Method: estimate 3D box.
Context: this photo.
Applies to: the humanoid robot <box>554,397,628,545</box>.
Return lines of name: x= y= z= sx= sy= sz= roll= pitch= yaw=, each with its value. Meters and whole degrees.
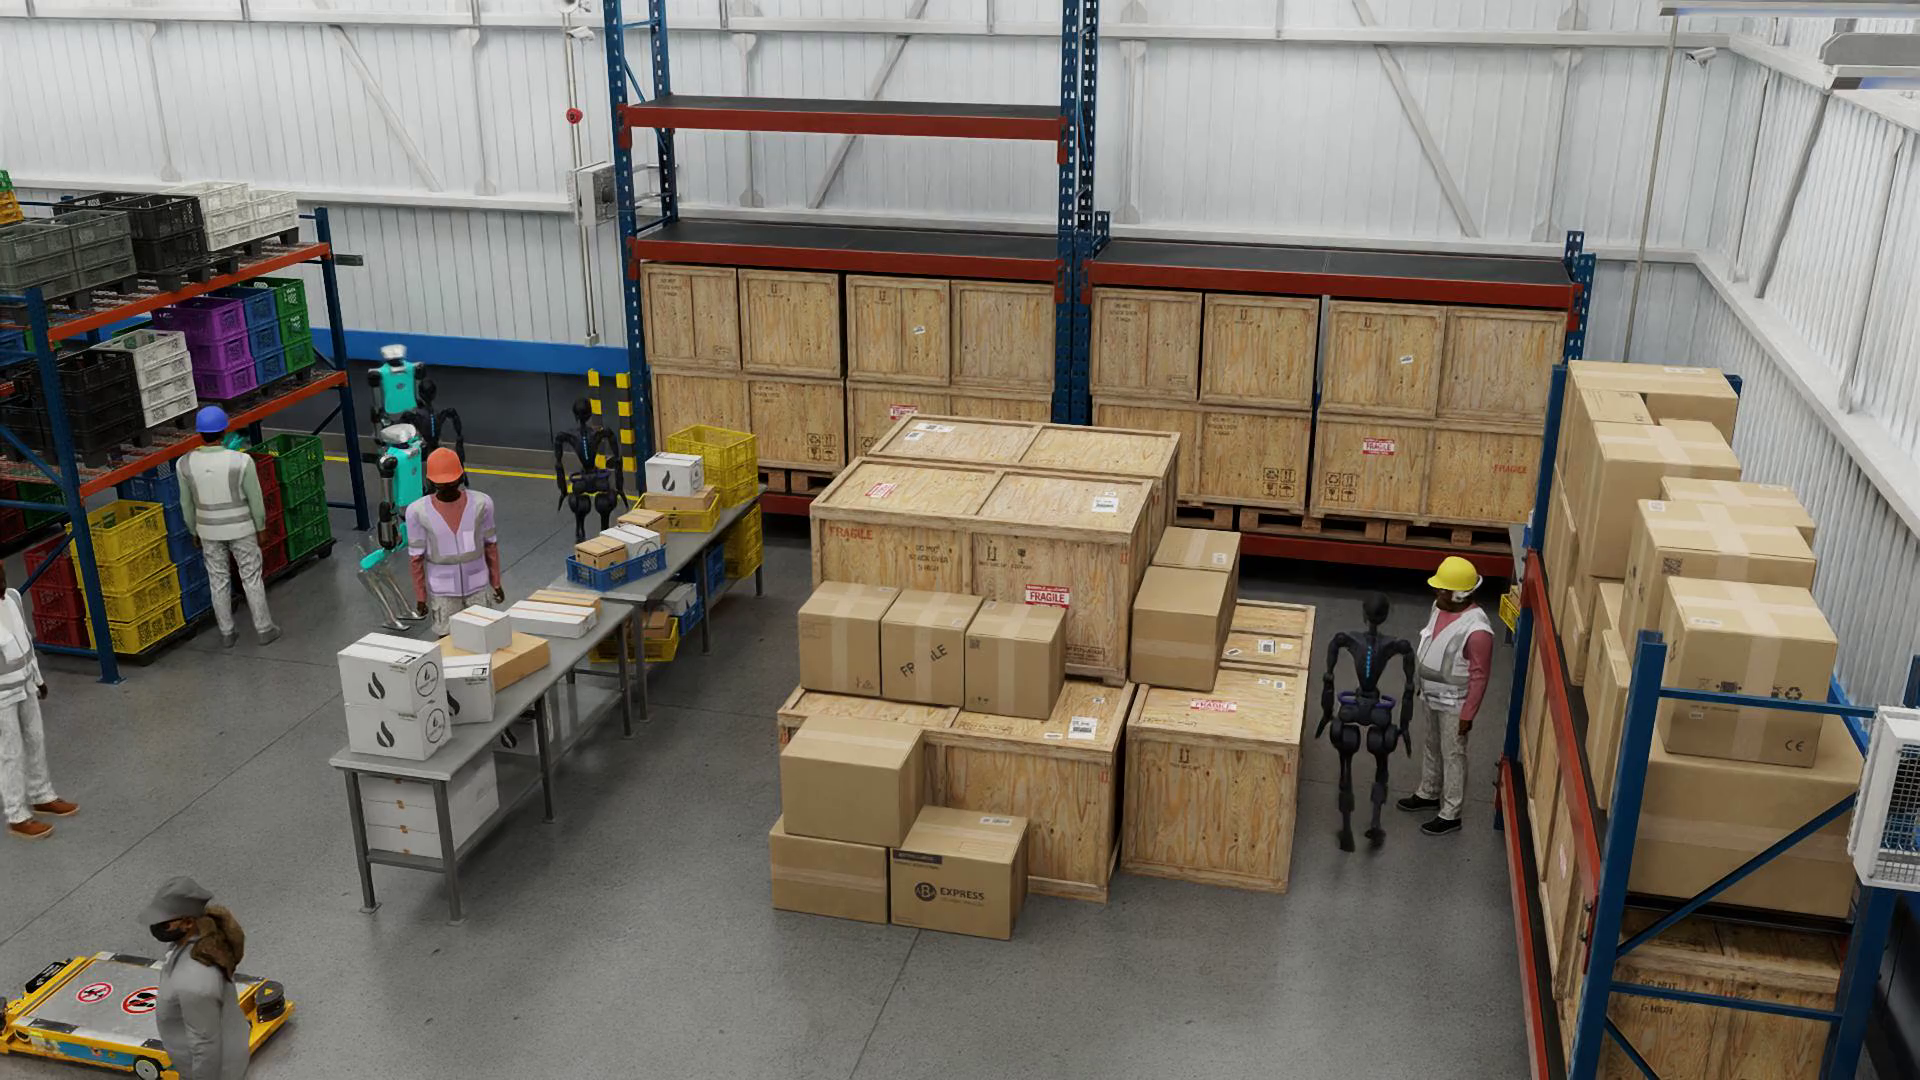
humanoid robot: x=-3.137 y=-0.416 z=14.156 sx=0.591 sy=1.643 sz=0.430 roll=-4 pitch=21 yaw=-11

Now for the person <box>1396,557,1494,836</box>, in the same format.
person: x=3.023 y=0.959 z=10.349 sx=0.404 sy=1.828 sz=0.598 roll=-5 pitch=21 yaw=-12

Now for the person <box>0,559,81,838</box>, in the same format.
person: x=-5.878 y=0.958 z=10.290 sx=0.370 sy=1.879 sz=0.583 roll=1 pitch=21 yaw=4

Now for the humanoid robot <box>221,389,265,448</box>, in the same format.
humanoid robot: x=-7.143 y=-1.258 z=16.277 sx=0.679 sy=1.805 sz=0.541 roll=2 pitch=21 yaw=4

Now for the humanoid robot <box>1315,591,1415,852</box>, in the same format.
humanoid robot: x=2.480 y=1.111 z=10.177 sx=0.588 sy=1.643 sz=0.380 roll=6 pitch=22 yaw=16

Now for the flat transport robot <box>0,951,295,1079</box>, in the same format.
flat transport robot: x=-4.270 y=2.464 z=8.601 sx=1.431 sy=0.231 sz=0.659 roll=5 pitch=22 yaw=13

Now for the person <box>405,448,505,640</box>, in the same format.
person: x=-3.528 y=0.323 z=11.719 sx=0.615 sy=2.041 sz=0.377 roll=-10 pitch=23 yaw=-25

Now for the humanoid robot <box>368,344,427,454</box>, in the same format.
humanoid robot: x=-5.305 y=-1.028 z=15.676 sx=0.531 sy=1.758 sz=0.868 roll=-13 pitch=25 yaw=-31

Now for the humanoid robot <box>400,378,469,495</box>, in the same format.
humanoid robot: x=-4.707 y=-0.642 z=14.797 sx=0.602 sy=1.631 sz=0.740 roll=-11 pitch=24 yaw=-27

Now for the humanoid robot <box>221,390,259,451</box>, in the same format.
humanoid robot: x=-6.960 y=-1.103 z=15.872 sx=0.710 sy=1.779 sz=0.540 roll=-7 pitch=22 yaw=-17

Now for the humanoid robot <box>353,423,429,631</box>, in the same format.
humanoid robot: x=-4.548 y=-0.121 z=13.164 sx=0.740 sy=1.691 sz=0.531 roll=7 pitch=22 yaw=18

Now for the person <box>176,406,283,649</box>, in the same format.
person: x=-5.693 y=-0.089 z=12.928 sx=0.604 sy=1.948 sz=0.398 roll=-2 pitch=21 yaw=-4

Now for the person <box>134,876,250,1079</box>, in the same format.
person: x=-3.204 y=2.214 z=7.150 sx=0.396 sy=1.769 sz=0.564 roll=-8 pitch=22 yaw=-21
